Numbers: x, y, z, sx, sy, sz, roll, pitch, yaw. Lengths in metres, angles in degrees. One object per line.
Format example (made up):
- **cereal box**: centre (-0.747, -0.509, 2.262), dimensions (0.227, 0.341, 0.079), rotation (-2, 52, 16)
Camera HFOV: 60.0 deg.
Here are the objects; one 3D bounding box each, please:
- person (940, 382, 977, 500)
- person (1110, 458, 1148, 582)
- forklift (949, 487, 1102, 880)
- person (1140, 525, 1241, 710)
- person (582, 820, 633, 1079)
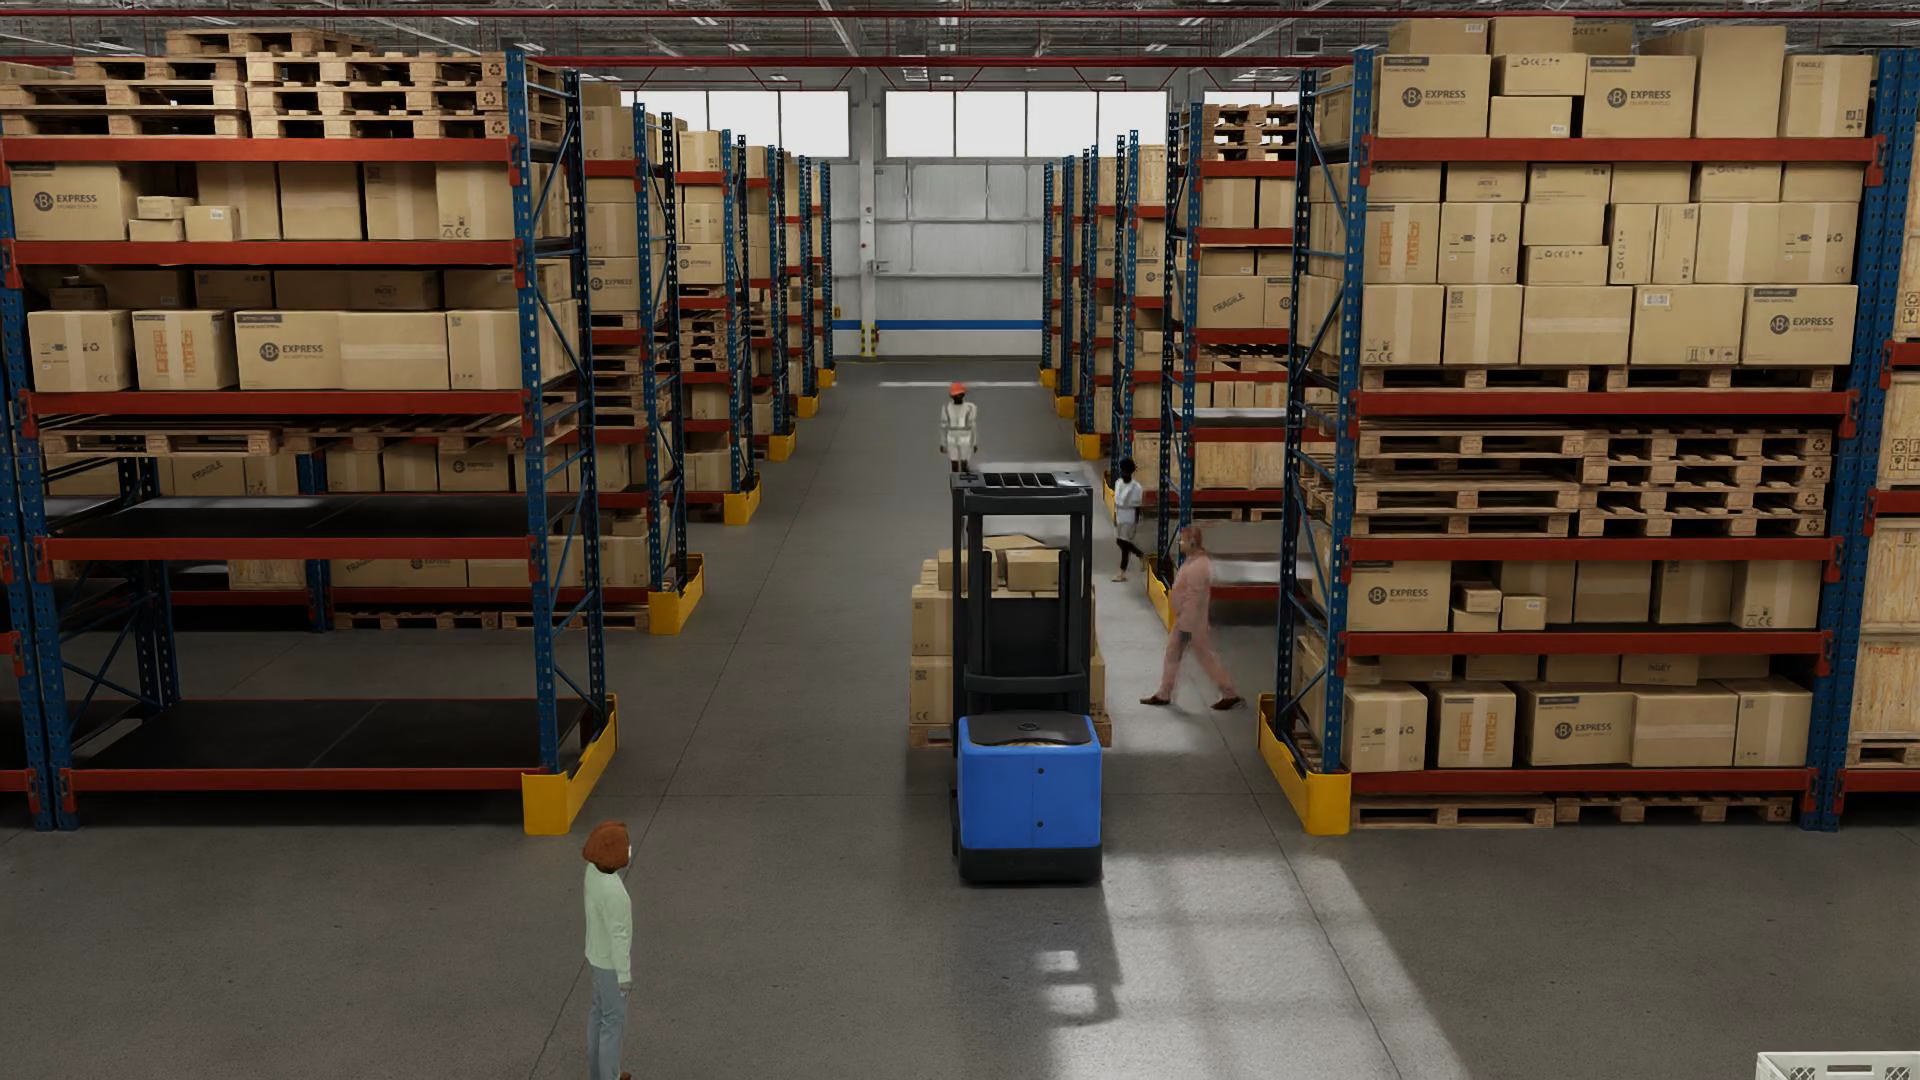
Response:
- **person**: centre (-0.043, -1.658, 28.046), dimensions (0.631, 2.020, 0.540), rotation (3, 12, 13)
- **person**: centre (2.277, -0.282, 22.090), dimensions (0.612, 1.678, 0.531), rotation (-7, 13, -30)
- **forklift**: centre (0.495, 0.986, 12.813), dimensions (1.129, 2.768, 1.873), rotation (0, 11, -2)
- **person**: centre (2.332, 0.768, 16.428), dimensions (0.969, 1.867, 0.656), rotation (0, 11, 2)
- **person**: centre (-1.933, 2.336, 9.224), dimensions (0.266, 1.631, 0.507), rotation (-6, 13, -28)
